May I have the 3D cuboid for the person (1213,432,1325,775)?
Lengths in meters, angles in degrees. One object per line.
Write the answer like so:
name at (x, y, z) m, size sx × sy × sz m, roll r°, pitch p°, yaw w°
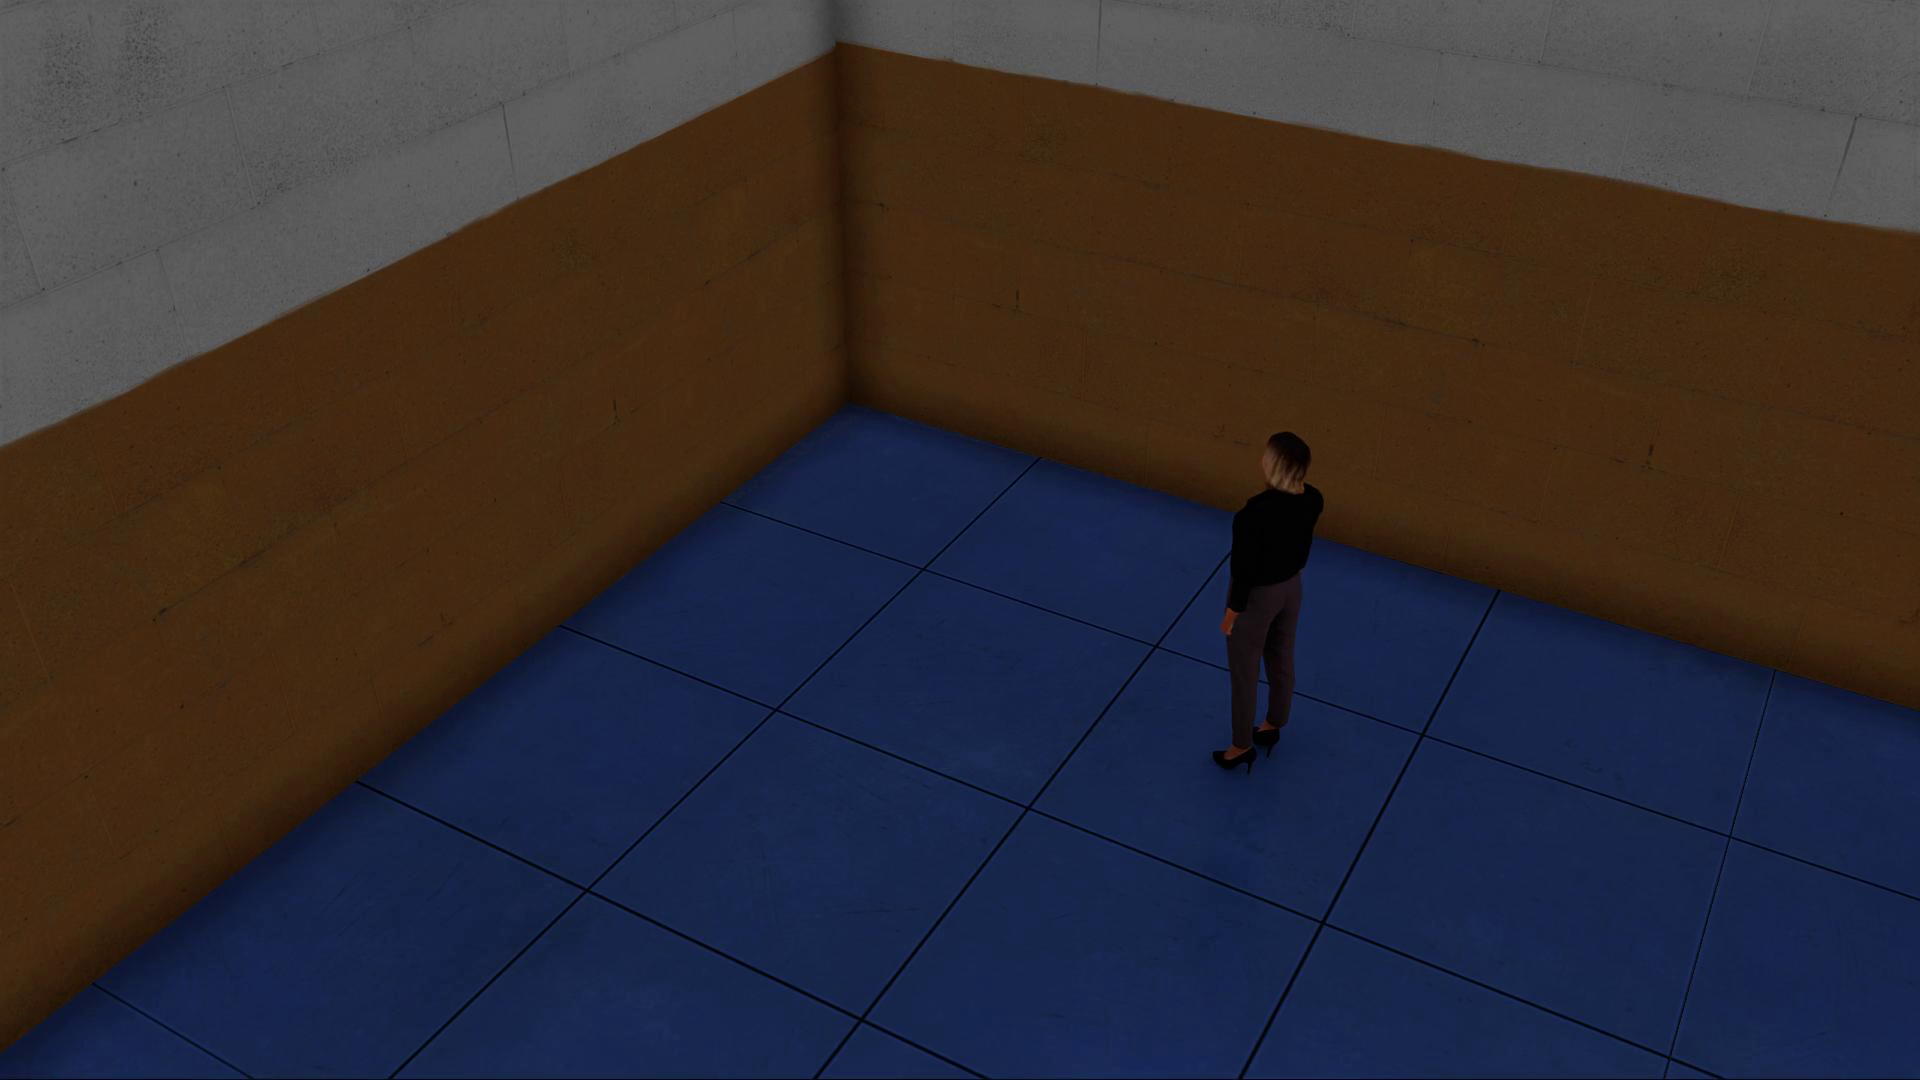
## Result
person at (1.297, 0.282, 7.022) m, size 0.593 × 1.672 × 0.726 m, roll -22°, pitch 40°, yaw -30°
